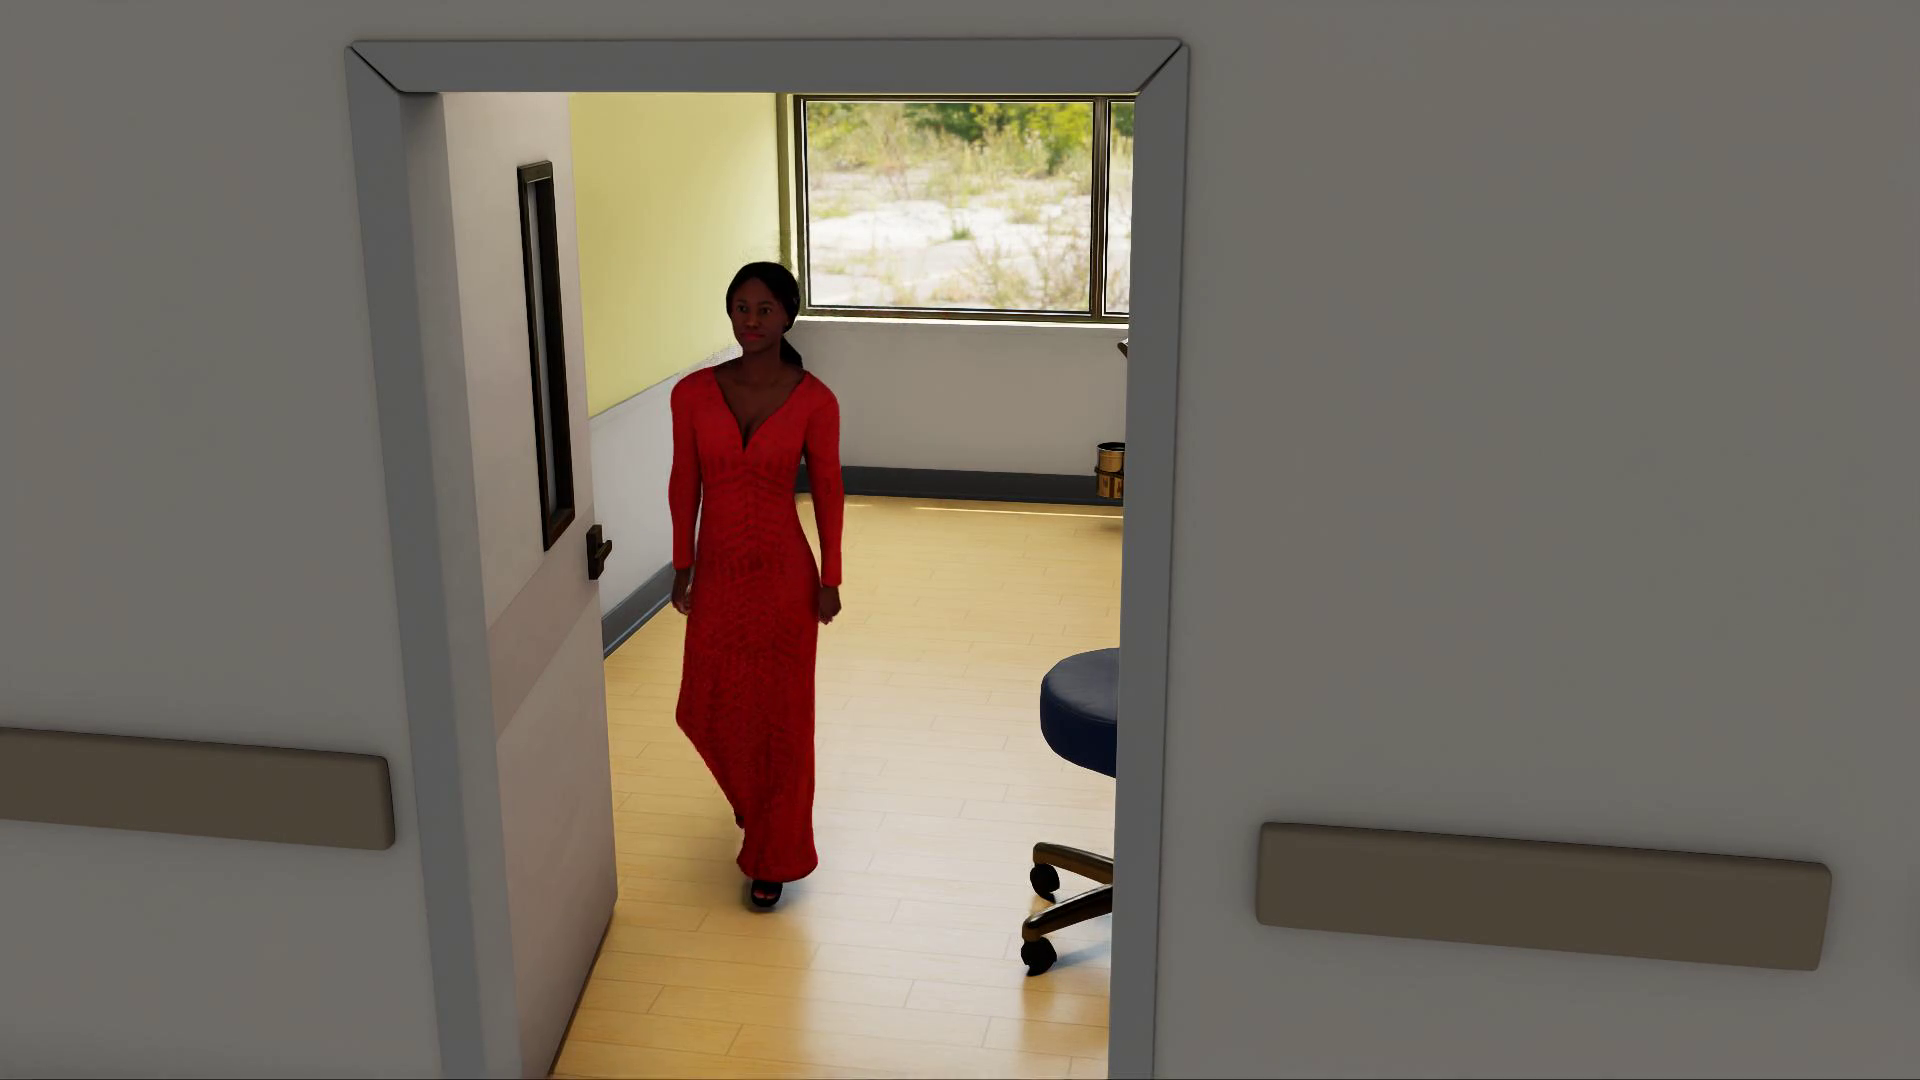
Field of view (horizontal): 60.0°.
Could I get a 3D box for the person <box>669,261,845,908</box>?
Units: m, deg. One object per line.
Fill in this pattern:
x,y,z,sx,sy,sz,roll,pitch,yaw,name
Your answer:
-0.550,0.124,4.605,0.722,1.770,0.742,1,16,2,person
